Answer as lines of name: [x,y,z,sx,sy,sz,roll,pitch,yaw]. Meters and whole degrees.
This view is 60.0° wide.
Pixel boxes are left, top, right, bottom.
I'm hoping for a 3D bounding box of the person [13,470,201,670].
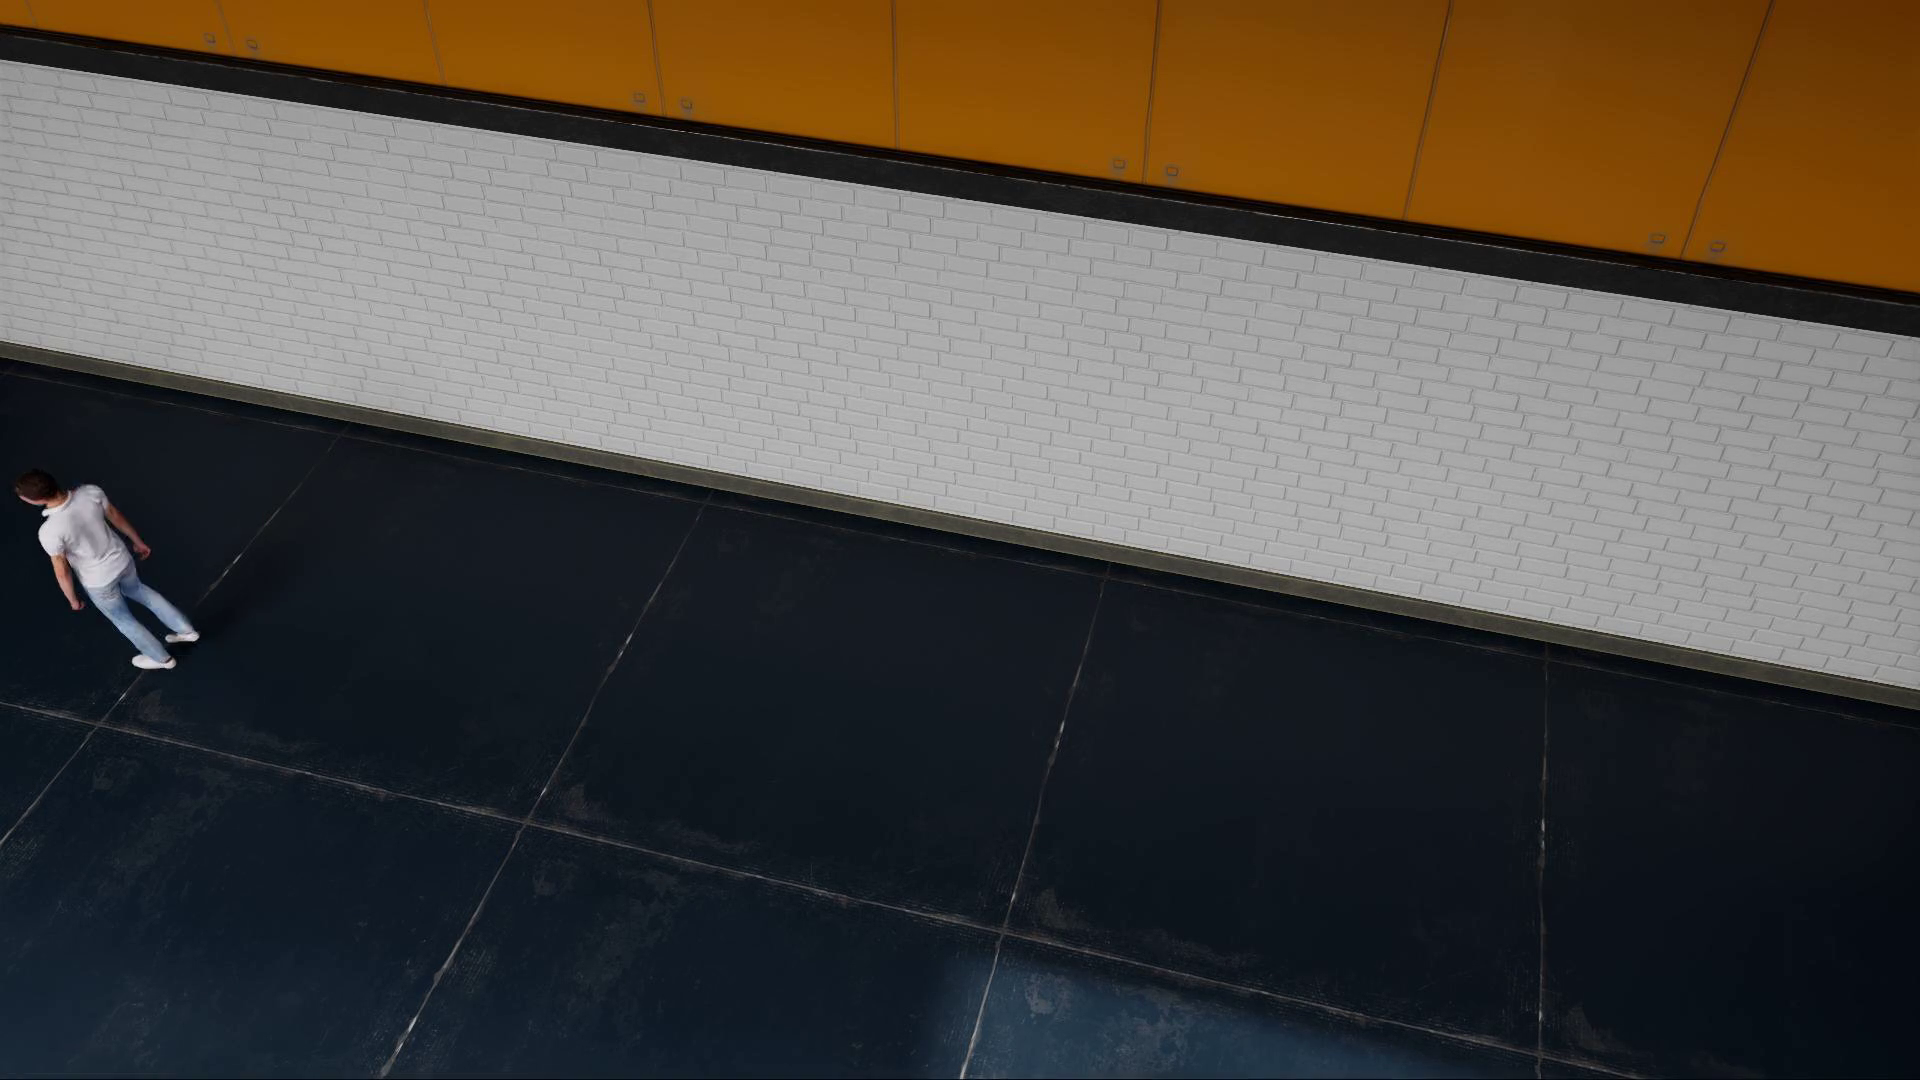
person: [-5.309,0.185,10.445,0.805,1.815,0.563,23,48,23]
